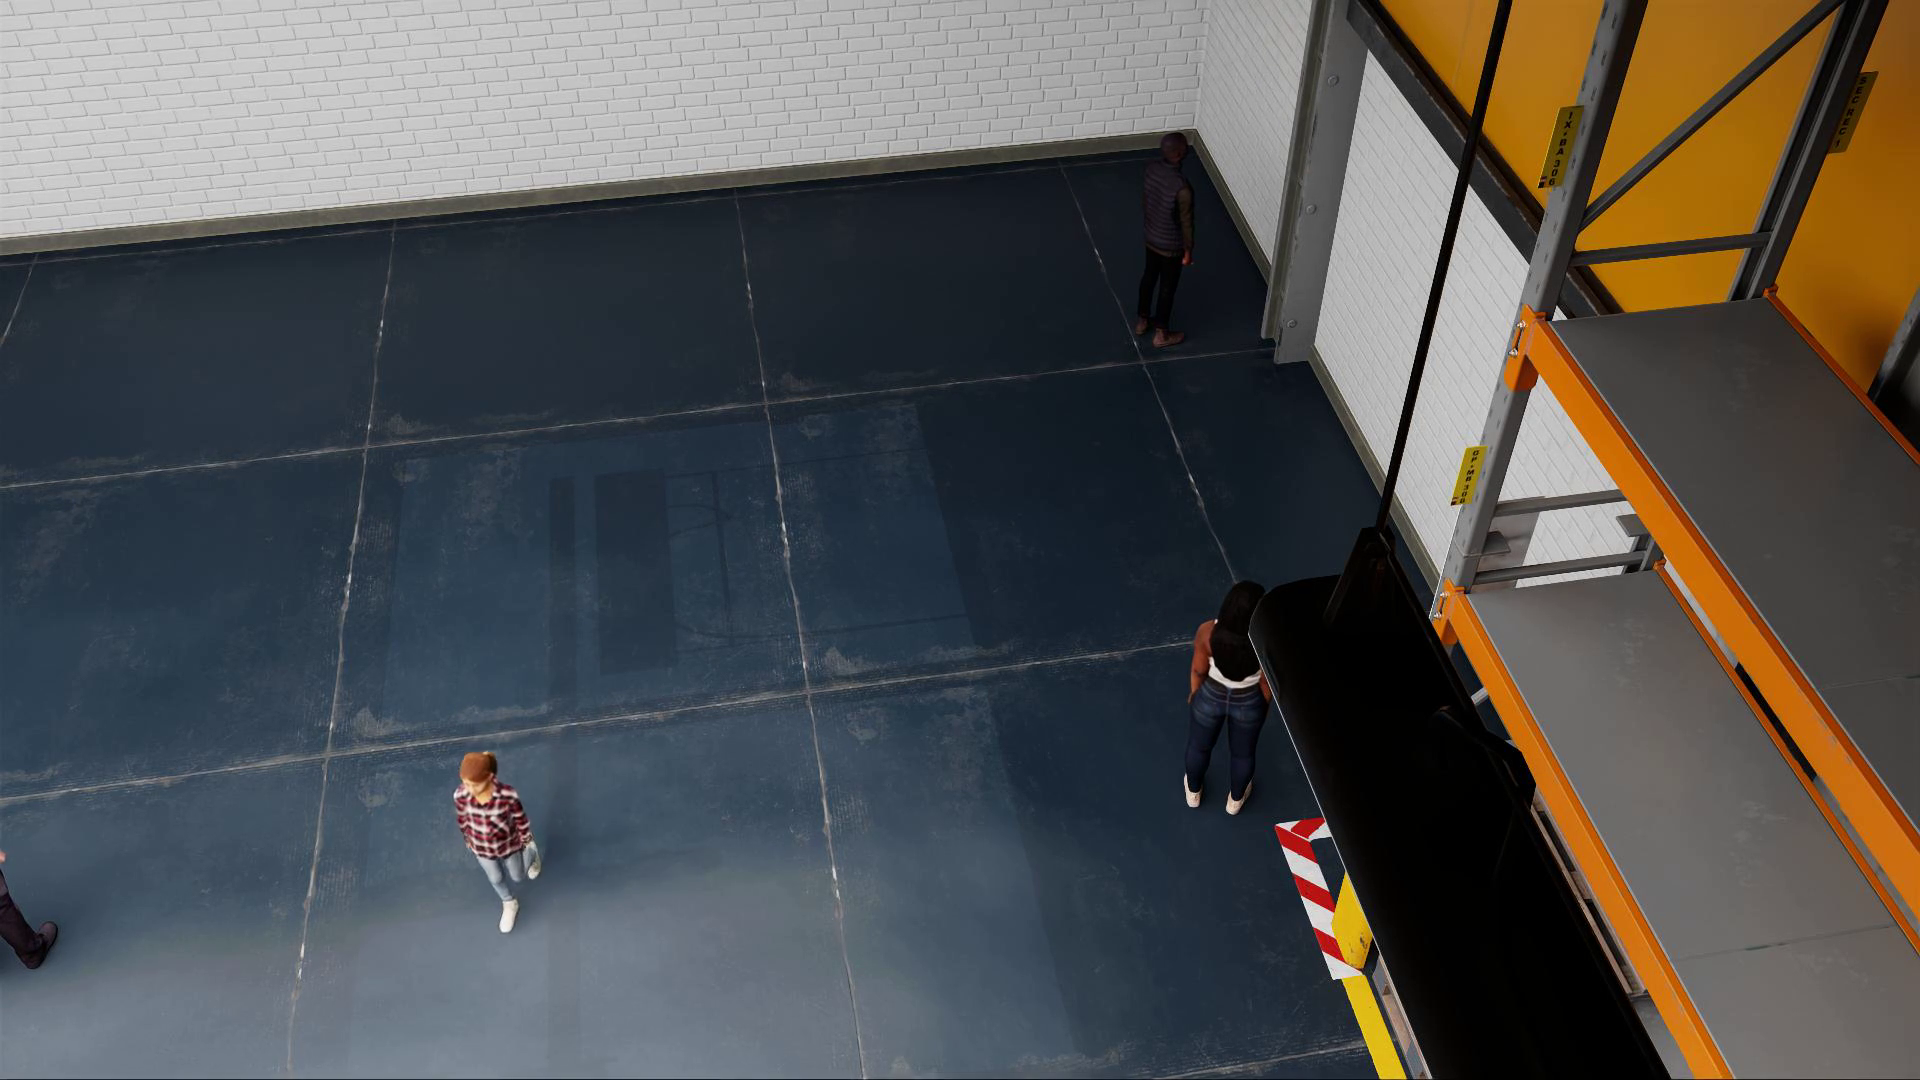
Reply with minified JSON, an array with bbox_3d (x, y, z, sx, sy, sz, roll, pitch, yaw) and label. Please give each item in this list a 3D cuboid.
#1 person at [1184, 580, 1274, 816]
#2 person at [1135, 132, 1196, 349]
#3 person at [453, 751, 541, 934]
[{"bbox_3d":[1.538,0.910,9.469,0.733,1.810,0.743,11,45,11],"label":"person"},{"bbox_3d":[1.583,-2.326,12.846,0.839,1.836,0.675,-26,49,-24],"label":"person"},{"bbox_3d":[-2.533,1.586,9.132,0.623,1.295,0.779,2,44,2],"label":"person"}]
